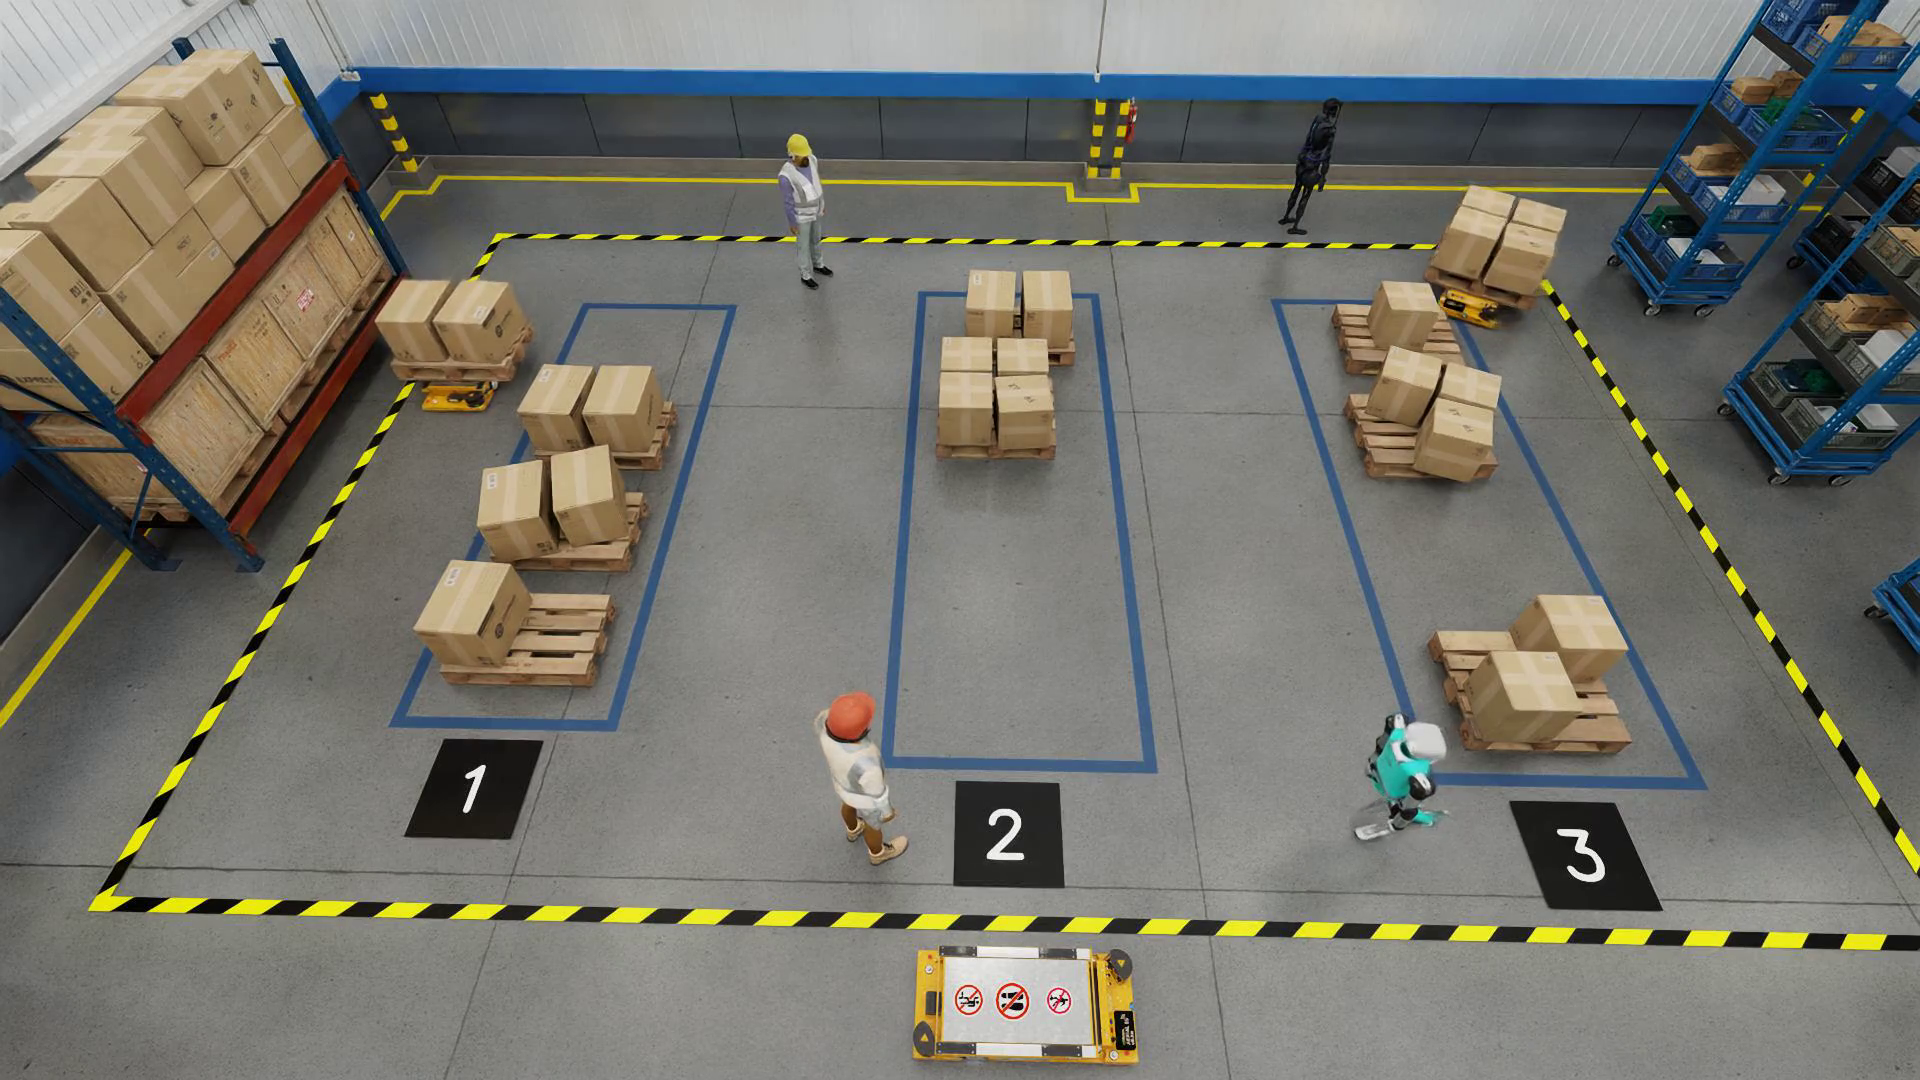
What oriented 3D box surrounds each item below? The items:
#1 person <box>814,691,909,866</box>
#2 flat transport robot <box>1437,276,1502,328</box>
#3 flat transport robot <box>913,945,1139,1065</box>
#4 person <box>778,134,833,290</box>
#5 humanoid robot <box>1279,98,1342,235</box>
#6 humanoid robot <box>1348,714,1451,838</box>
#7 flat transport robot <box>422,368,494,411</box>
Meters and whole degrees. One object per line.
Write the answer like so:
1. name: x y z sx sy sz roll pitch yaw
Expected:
1. person: -0.644 1.589 6.045 0.364 2.048 0.607 -36 59 -25
2. flat transport robot: 6.233 -3.097 10.992 0.652 0.197 1.431 26 55 19
3. flat transport robot: 0.422 3.041 6.007 1.431 0.231 0.659 1 51 1
4. person: -1.757 -3.786 10.562 0.404 1.830 0.601 26 55 20
5. humanoid robot: 4.352 -4.633 11.345 0.315 1.655 0.599 -8 51 -6
6. humanoid robot: 3.033 1.709 6.178 0.785 1.828 0.560 -4 51 -3
7. flat transport robot: -5.338 -1.968 10.072 0.652 0.197 1.431 1 51 1
